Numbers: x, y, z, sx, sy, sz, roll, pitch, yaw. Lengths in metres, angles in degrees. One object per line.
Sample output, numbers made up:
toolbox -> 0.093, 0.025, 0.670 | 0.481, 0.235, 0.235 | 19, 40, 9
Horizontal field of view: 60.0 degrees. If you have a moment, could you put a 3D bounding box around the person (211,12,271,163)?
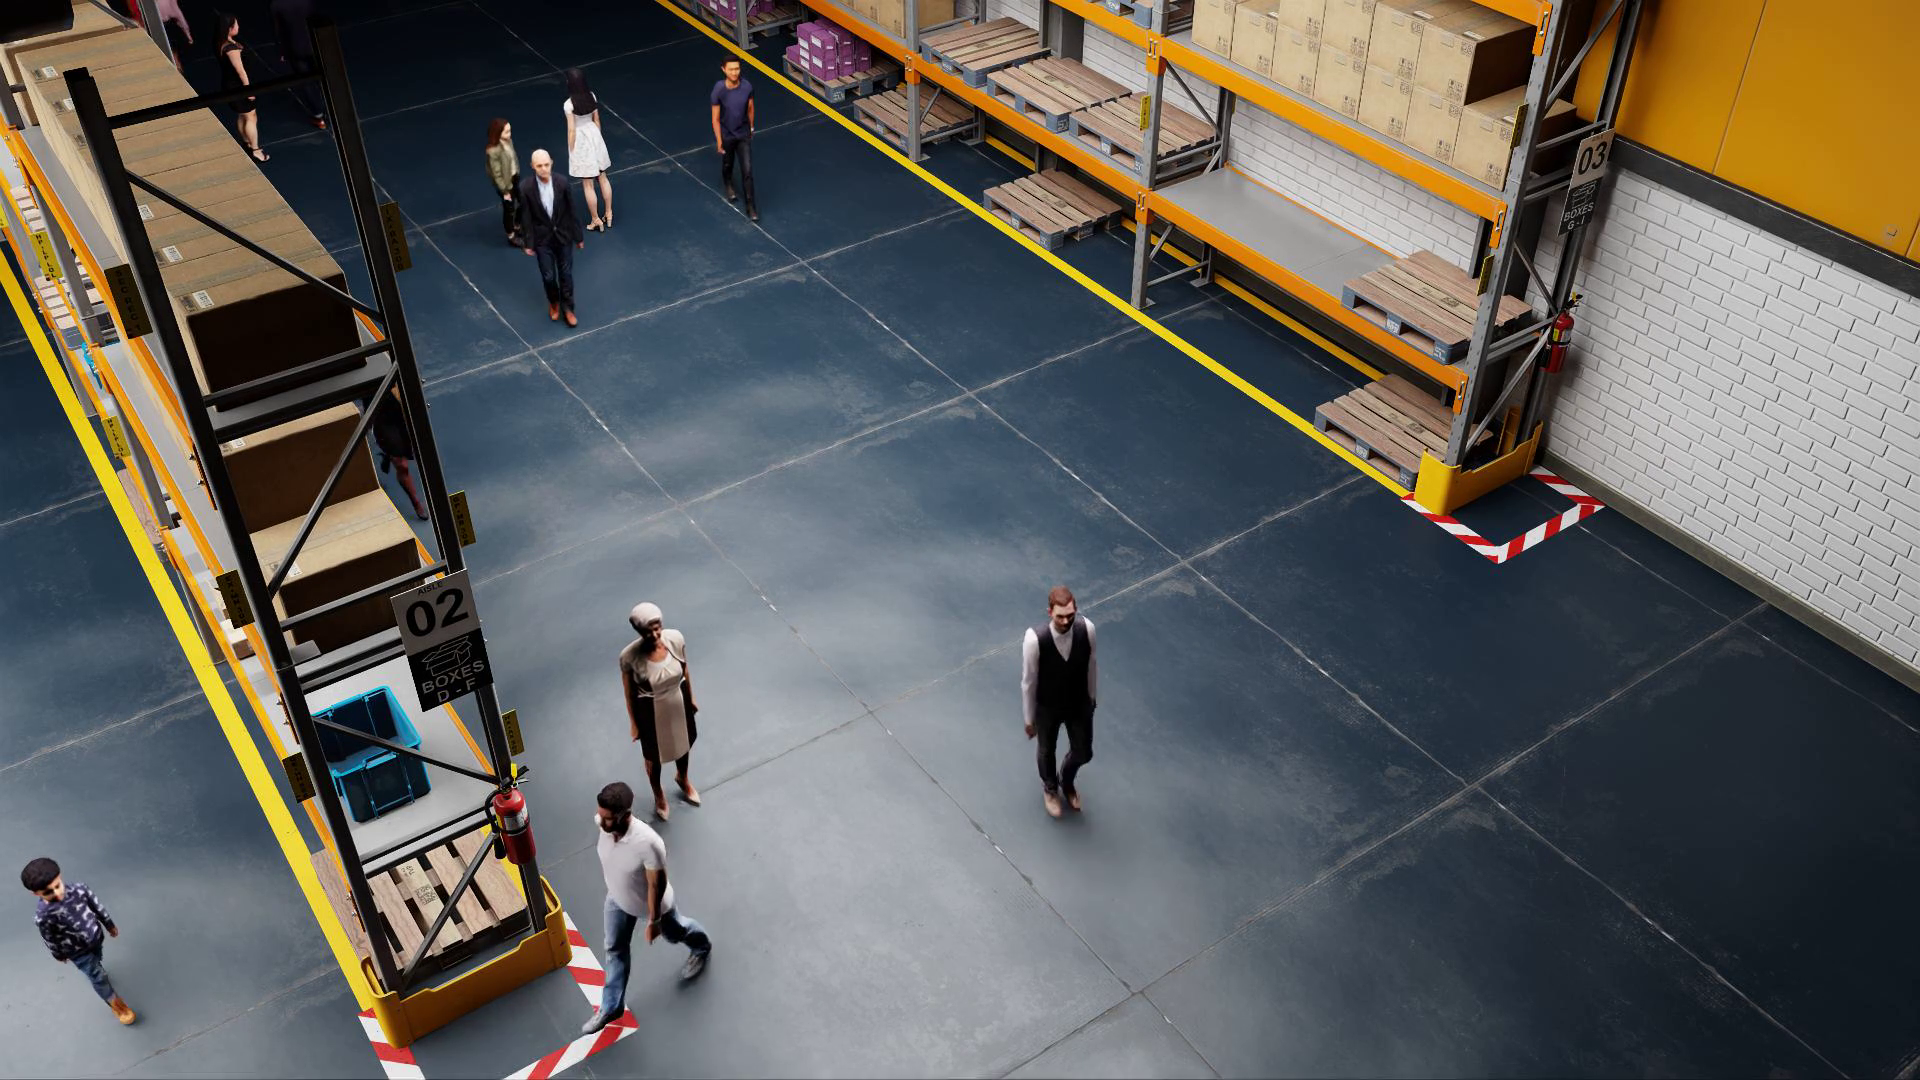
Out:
person -> -8.073, -5.050, 18.607 | 0.745, 1.708, 0.579 | -31, 48, -33

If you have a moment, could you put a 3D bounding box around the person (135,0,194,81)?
person -> -9.425, -5.937, 19.669 | 1.154, 1.769, 0.835 | 27, 46, 30

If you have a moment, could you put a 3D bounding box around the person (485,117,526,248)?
person -> -4.715, -3.675, 17.085 | 0.718, 1.458, 0.691 | 10, 40, 12

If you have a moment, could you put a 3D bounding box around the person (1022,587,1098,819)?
person -> 0.627, 0.986, 10.870 | 0.772, 1.932, 0.737 | -9, 39, -11

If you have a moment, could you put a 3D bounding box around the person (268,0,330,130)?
person -> -7.575, -5.651, 19.281 | 0.739, 1.805, 0.694 | -30, 47, -32

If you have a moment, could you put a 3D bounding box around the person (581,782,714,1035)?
person -> -1.790, 2.019, 9.673 | 1.224, 1.811, 1.032 | 22, 44, 26

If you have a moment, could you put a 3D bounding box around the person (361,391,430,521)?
person -> -4.635, -0.947, 13.484 | 0.965, 1.689, 0.696 | 32, 48, 33

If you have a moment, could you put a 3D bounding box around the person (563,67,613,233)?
person -> -3.888, -4.065, 17.321 | 0.715, 1.773, 0.713 | 28, 47, 31

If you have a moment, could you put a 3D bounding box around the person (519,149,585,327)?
person -> -3.906, -2.922, 15.871 | 0.762, 1.796, 0.707 | -15, 41, -18

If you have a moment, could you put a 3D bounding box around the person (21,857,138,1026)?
person -> -5.204, 2.299, 9.785 | 0.895, 1.233, 0.703 | 20, 43, 23

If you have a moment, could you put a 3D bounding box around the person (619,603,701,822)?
person -> -1.944, 1.101, 10.867 | 0.635, 1.755, 0.505 | -23, 44, -27

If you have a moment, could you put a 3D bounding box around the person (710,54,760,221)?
person -> -2.422, -4.343, 17.682 | 0.865, 1.756, 1.209 | -12, 40, -14
